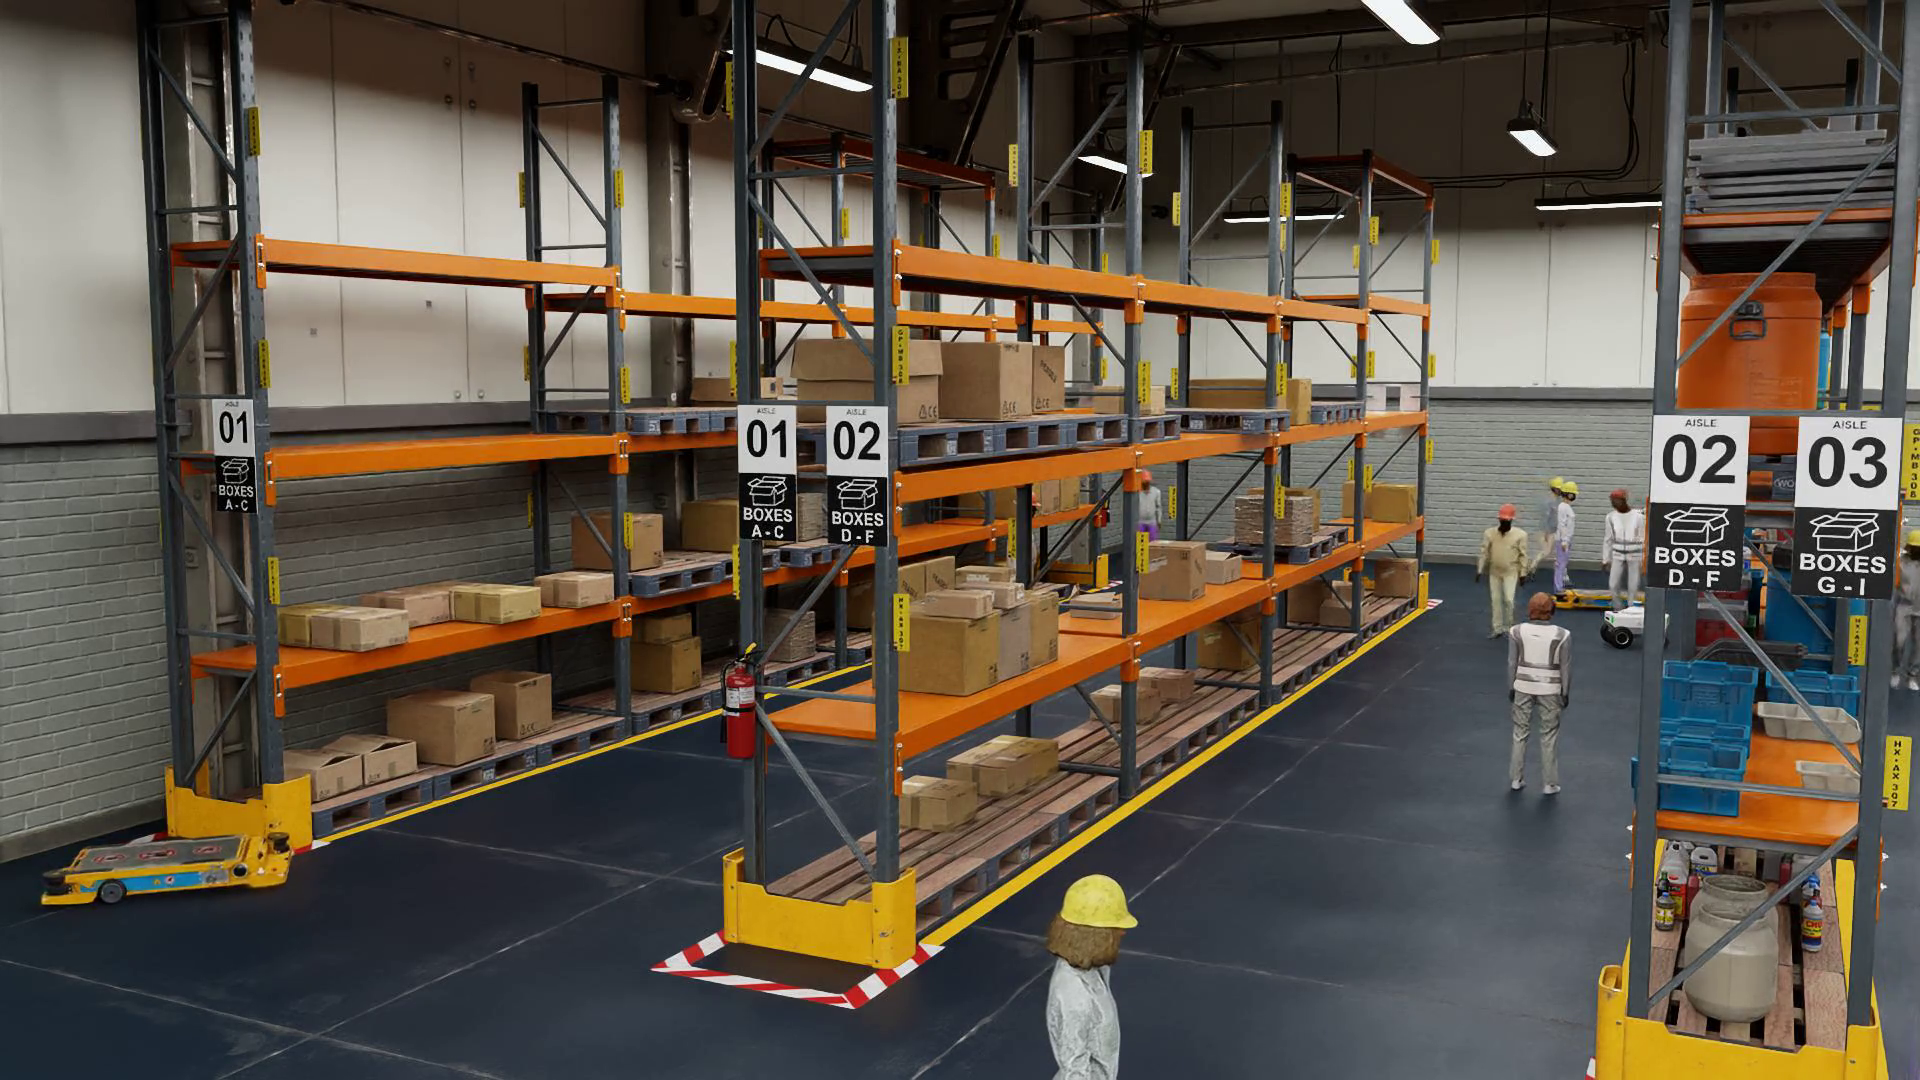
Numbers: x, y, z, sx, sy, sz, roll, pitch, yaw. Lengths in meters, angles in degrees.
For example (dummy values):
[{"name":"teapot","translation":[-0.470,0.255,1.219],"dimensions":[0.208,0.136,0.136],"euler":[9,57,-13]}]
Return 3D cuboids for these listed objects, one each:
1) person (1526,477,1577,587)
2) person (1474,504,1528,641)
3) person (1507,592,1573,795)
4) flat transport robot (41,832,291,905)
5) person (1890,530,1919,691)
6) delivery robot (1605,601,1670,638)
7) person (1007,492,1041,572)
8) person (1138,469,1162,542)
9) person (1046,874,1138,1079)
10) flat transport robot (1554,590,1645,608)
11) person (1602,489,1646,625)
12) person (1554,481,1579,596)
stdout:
[{"name":"person","translation":[9.381,-0.143,26.372],"dimensions":[0.535,1.733,0.849],"euler":[-4,7,-31]},{"name":"person","translation":[6.821,0.408,20.997],"dimensions":[0.616,1.736,0.439],"euler":[4,7,35]},{"name":"person","translation":[4.681,1.236,13.452],"dimensions":[0.508,1.629,0.316],"euler":[4,7,33]},{"name":"flat transport robot","translation":[-5.214,2.160,10.996],"dimensions":[1.431,0.197,0.652],"euler":[-2,6,-19]},{"name":"person","translation":[10.151,0.754,17.678],"dimensions":[0.490,1.728,0.466],"euler":[2,6,19]},{"name":"delivery robot","translation":[8.332,1.000,20.466],"dimensions":[0.707,0.478,0.477],"euler":[1,6,7]},{"name":"person","translation":[0.764,0.401,19.861],"dimensions":[0.405,1.989,0.623],"euler":[-1,6,-6]},{"name":"person","translation":[3.139,-0.322,28.048],"dimensions":[0.595,1.734,0.489],"euler":[-1,6,-8]},{"name":"person","translation":[0.434,1.986,5.652],"dimensions":[0.323,1.737,0.485],"euler":[1,6,7]},{"name":"flat transport robot","translation":[9.247,0.850,23.734],"dimensions":[1.431,0.197,0.652],"euler":[2,6,16]},{"name":"person","translation":[8.798,0.255,21.921],"dimensions":[0.646,1.859,0.395],"euler":[5,8,40]},{"name":"person","translation":[8.992,0.013,24.685],"dimensions":[0.314,1.768,0.522],"euler":[3,7,26]}]
